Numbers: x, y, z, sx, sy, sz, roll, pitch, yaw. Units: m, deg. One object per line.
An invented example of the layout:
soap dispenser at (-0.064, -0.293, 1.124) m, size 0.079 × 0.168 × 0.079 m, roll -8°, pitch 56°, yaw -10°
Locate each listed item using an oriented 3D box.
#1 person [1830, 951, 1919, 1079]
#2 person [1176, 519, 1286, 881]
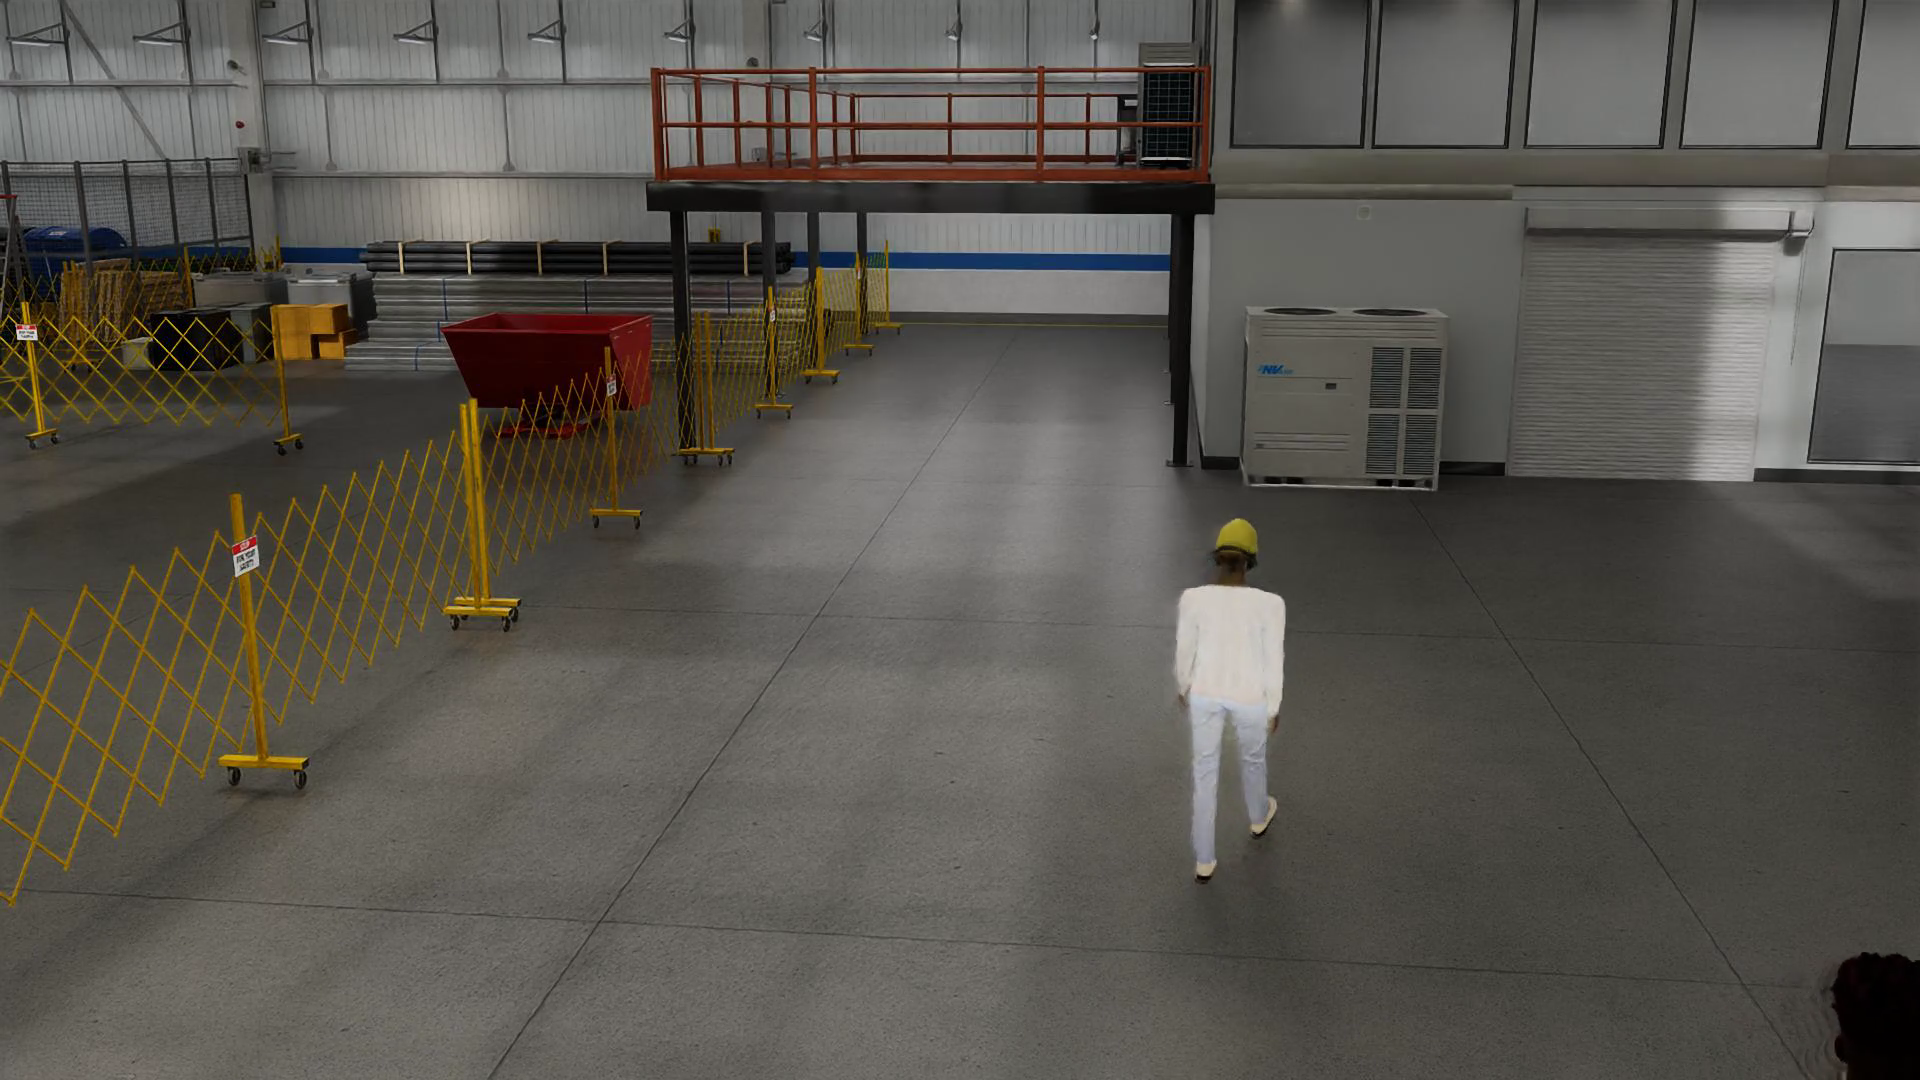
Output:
person at (1.825, 1.773, 3.504) m, size 0.813 × 1.940 × 0.623 m, roll -11°, pitch 18°, yaw -39°
person at (1.326, 0.741, 8.169) m, size 0.538 × 1.723 × 0.865 m, roll 4°, pitch 14°, yaw 15°
